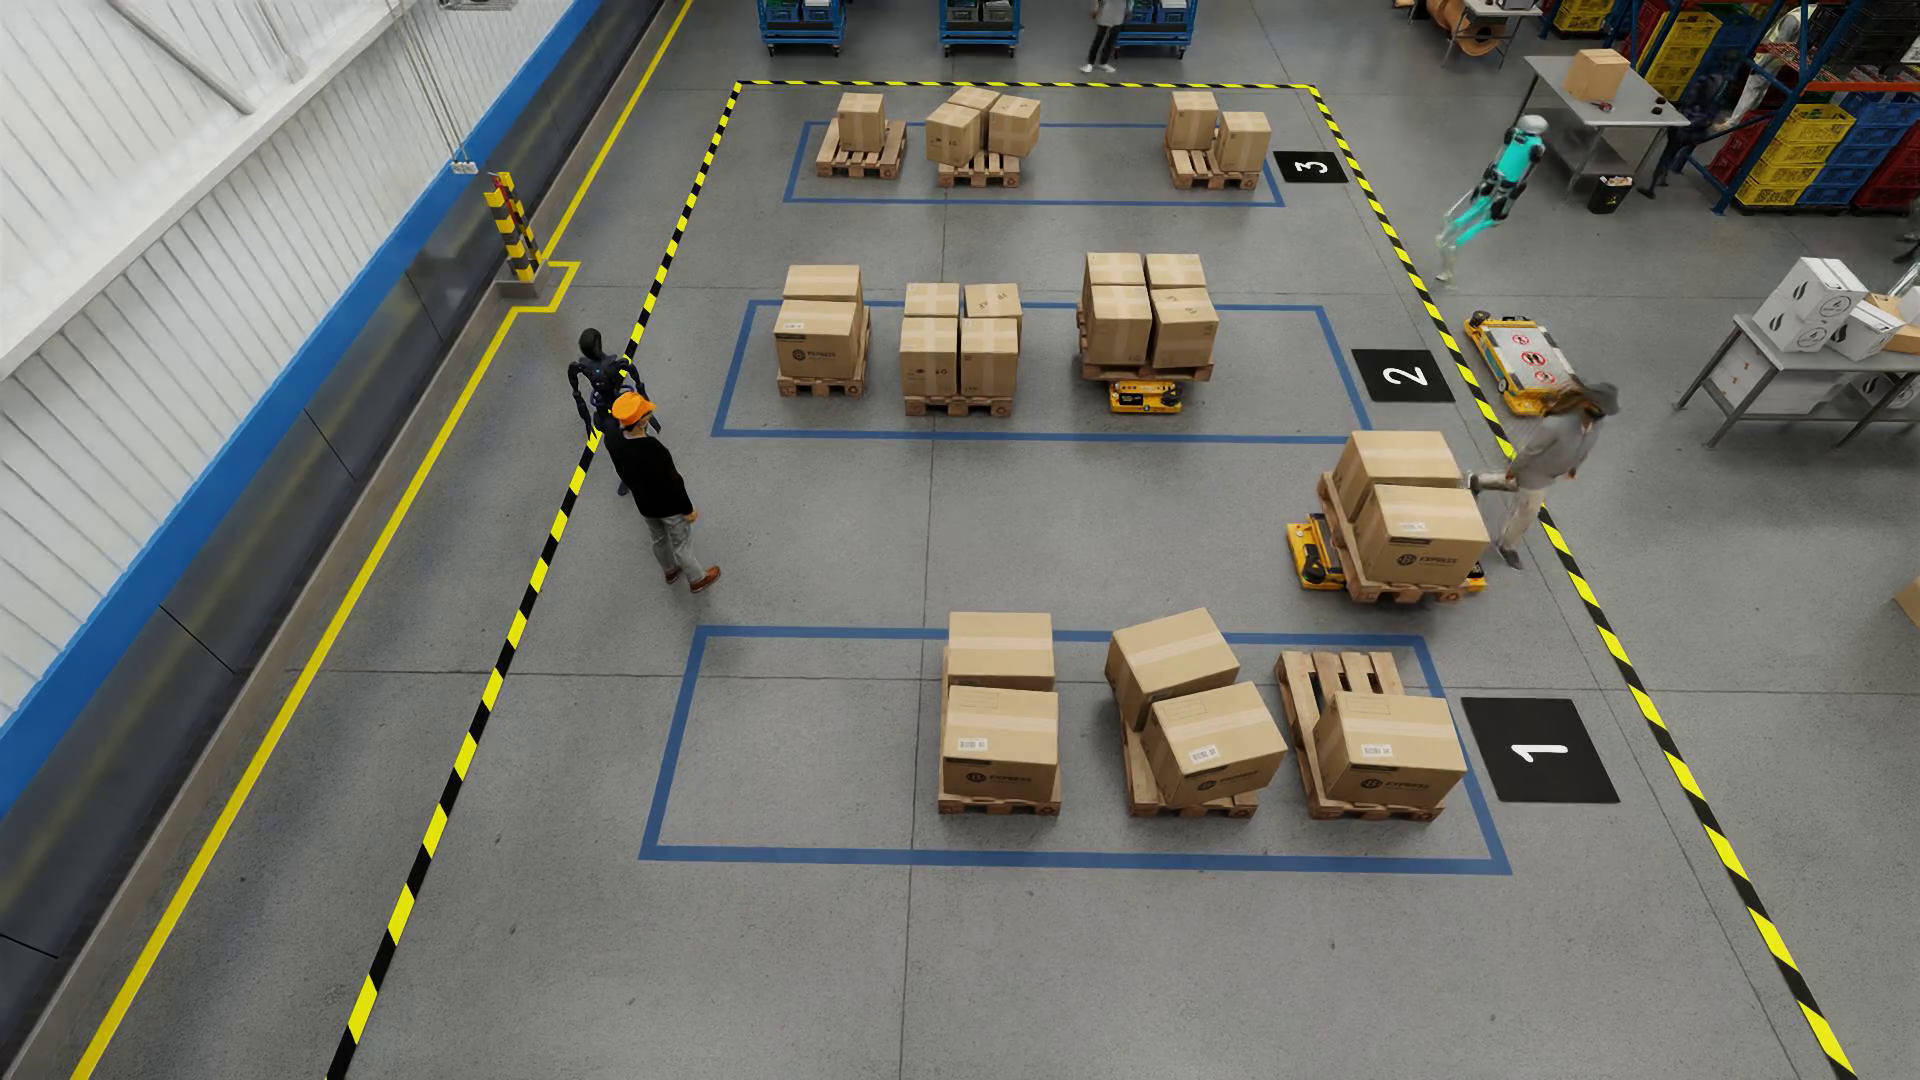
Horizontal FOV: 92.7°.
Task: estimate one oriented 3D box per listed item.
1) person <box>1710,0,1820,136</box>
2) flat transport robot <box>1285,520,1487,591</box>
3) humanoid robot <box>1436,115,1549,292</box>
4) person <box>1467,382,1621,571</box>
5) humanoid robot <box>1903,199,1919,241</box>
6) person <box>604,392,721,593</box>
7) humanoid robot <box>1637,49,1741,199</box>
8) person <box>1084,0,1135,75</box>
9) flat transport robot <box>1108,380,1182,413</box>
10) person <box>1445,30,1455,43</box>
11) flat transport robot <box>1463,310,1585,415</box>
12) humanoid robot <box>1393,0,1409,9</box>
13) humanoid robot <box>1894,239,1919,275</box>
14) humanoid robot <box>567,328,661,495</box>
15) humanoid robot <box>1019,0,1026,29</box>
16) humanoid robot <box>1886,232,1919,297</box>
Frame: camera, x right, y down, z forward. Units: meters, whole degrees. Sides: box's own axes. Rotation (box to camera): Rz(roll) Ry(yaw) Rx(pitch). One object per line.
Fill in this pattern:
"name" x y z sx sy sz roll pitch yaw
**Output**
"person" 10.508 -6.231 11.886 0.629 1.842 0.429 -26 54 -21
"flat transport robot" 3.448 0.092 7.435 1.431 0.197 0.652 1 49 1
"humanoid robot" 5.406 -3.486 9.587 0.794 1.768 0.572 -10 50 -9
"person" 4.479 -0.640 7.114 0.544 1.726 0.843 -17 51 -14
"humanoid robot" 11.076 -4.080 10.099 0.759 1.794 0.551 5 49 4
"person" -2.197 -0.311 6.737 0.585 1.881 0.379 22 53 18
"humanoid robot" 8.626 -4.894 10.837 0.610 1.644 0.376 -5 49 -4
"person" 2.203 -7.641 13.126 0.655 1.821 0.379 -16 51 -13
"flat transport robot" 1.773 -1.807 9.079 0.652 0.197 1.431 1 49 1
"person" 7.920 -8.633 13.889 0.365 1.957 0.603 10 50 8
"flat transport robot" 5.573 -1.757 9.054 0.659 0.231 1.431 1 49 1
"humanoid robot" 7.437 -9.569 14.876 0.365 1.649 0.584 -3 49 -2
"humanoid robot" 10.830 -3.579 9.699 0.333 1.654 0.608 -10 50 -9
"humanoid robot" -2.786 -1.028 7.485 0.599 1.653 0.315 -7 50 -6
"humanoid robot" 0.800 -8.853 14.269 0.483 1.643 0.614 27 54 21
"humanoid robot" 10.272 -3.210 9.373 0.931 1.811 0.530 -27 54 -21
